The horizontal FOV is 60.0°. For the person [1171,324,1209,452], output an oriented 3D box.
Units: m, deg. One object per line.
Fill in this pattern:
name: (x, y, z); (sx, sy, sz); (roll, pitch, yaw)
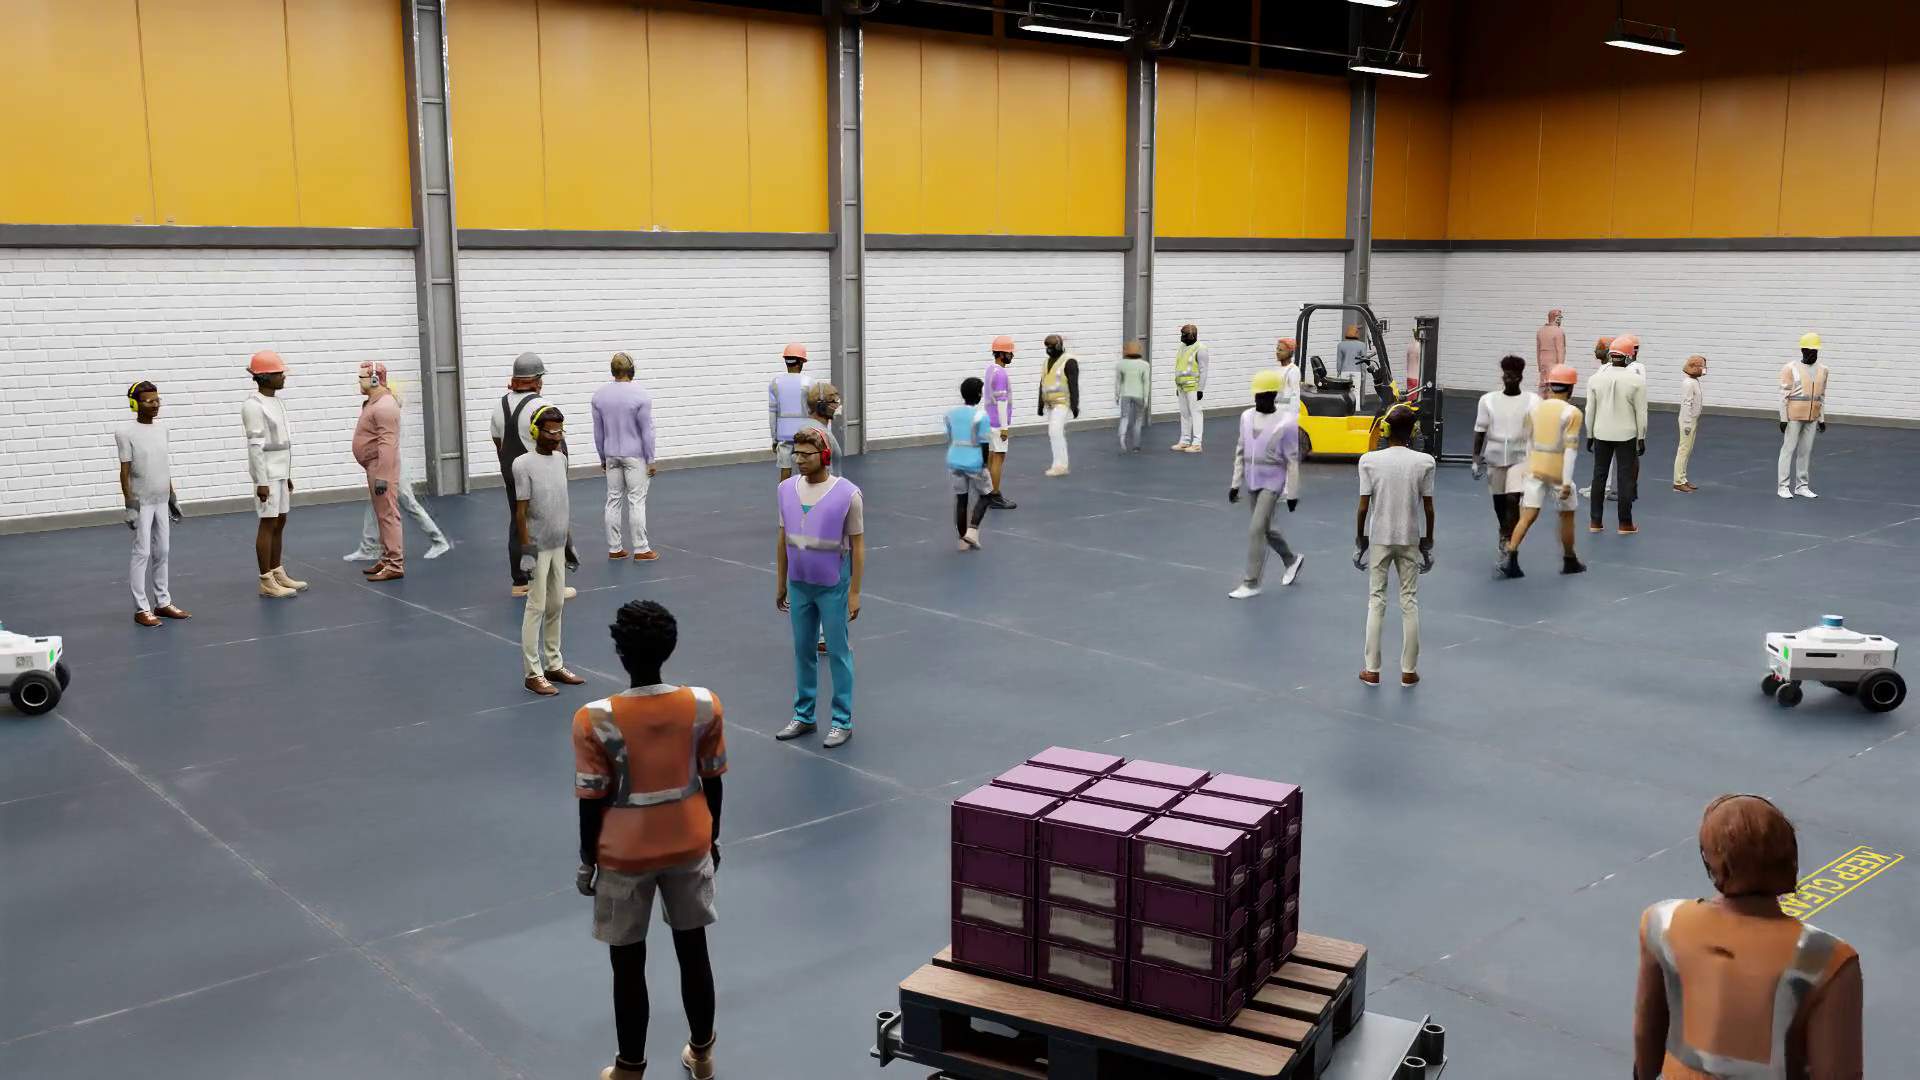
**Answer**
person: (3.304, -2.180, 23.942); (0.430, 1.839, 0.626); (-5, 11, -25)

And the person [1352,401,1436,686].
person: (2.843, 0.030, 10.896); (0.530, 1.875, 0.323); (1, 10, 9)

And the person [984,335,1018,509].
person: (0.462, -1.318, 18.606); (0.374, 1.935, 0.552); (-2, 10, -12)

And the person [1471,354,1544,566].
person: (5.105, -0.770, 15.468); (0.611, 1.927, 0.997); (5, 11, 28)

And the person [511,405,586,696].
person: (-2.652, 0.058, 10.766); (0.313, 1.865, 0.520); (4, 11, 23)

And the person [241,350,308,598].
person: (-5.672, -0.545, 13.766); (0.373, 2.043, 0.615); (-1, 10, -3)

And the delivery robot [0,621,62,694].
delivery robot: (-5.969, 0.743, 10.292); (0.707, 0.478, 0.477); (-3, 10, -21)

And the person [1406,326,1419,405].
person: (7.178, -2.503, 26.070); (0.323, 1.761, 0.523); (-2, 10, -13)

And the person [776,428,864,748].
person: (-0.803, 0.267, 9.593); (0.569, 1.843, 0.373); (6, 11, 29)

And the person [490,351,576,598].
person: (-3.475, -0.529, 13.681); (0.685, 2.000, 0.538); (6, 11, 32)

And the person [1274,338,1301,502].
person: (3.720, -1.366, 19.087); (0.395, 1.888, 0.584); (-1, 10, -8)

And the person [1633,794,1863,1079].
person: (1.727, 1.382, 3.744); (0.484, 1.597, 0.540); (-9, 13, -43)

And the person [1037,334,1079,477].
person: (1.181, -1.716, 21.287); (0.636, 1.819, 0.644); (-6, 11, -32)

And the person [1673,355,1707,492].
person: (8.761, -1.396, 19.946); (0.265, 1.632, 0.507); (6, 11, 32)

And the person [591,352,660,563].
person: (-3.064, -0.750, 15.276); (0.630, 1.940, 0.372); (4, 10, 20)

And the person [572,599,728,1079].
person: (-1.026, 1.034, 5.534); (0.540, 1.696, 0.315); (-6, 11, -31)

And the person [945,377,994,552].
person: (0.096, -0.711, 15.807); (0.532, 1.679, 0.381); (7, 12, 34)

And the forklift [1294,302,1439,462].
forklift: (5.320, -2.157, 22.763); (2.313, 2.155, 1.214); (3, 10, 16)

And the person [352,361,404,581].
person: (-5.069, -0.600, 14.495); (0.409, 1.908, 0.639); (-4, 11, -23)

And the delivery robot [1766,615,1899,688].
delivery robot: (5.475, 0.717, 10.458); (0.707, 0.478, 0.477); (1, 10, 6)

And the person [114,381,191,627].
person: (-6.184, -0.283, 12.740); (0.329, 1.873, 0.516); (3, 10, 17)

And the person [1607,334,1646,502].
person: (7.659, -1.403, 19.133); (0.387, 1.924, 0.549); (7, 12, 34)

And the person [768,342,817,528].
person: (-1.696, -1.069, 17.177); (0.543, 1.928, 0.373); (2, 10, 12)

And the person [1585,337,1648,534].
person: (6.663, -1.055, 16.894); (0.611, 1.996, 0.378); (8, 12, 38)

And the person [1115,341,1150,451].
person: (2.456, -2.045, 23.810); (0.503, 1.614, 0.632); (3, 10, 15)

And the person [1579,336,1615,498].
person: (7.487, -1.427, 19.396); (0.355, 1.885, 0.574); (2, 10, 12)

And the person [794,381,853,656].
person: (-1.000, -0.157, 11.801); (0.376, 1.940, 0.629); (-3, 10, -17)

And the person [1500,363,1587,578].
person: (5.143, -0.601, 14.577); (0.979, 1.895, 0.558); (-7, 12, -35)

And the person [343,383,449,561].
person: (-5.229, -0.648, 15.396); (0.922, 1.693, 0.484); (-4, 10, -21)

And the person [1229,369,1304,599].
person: (2.600, -0.485, 13.862); (0.903, 1.898, 0.584); (-6, 12, -33)

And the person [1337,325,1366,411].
person: (6.713, -2.866, 28.555); (0.500, 1.633, 0.282); (3, 10, 16)

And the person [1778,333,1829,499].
person: (9.820, -1.443, 19.368); (0.585, 1.928, 0.365); (-2, 10, -11)

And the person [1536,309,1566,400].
person: (10.167, -2.998, 28.530); (0.407, 1.910, 0.640); (-3, 10, -18)
